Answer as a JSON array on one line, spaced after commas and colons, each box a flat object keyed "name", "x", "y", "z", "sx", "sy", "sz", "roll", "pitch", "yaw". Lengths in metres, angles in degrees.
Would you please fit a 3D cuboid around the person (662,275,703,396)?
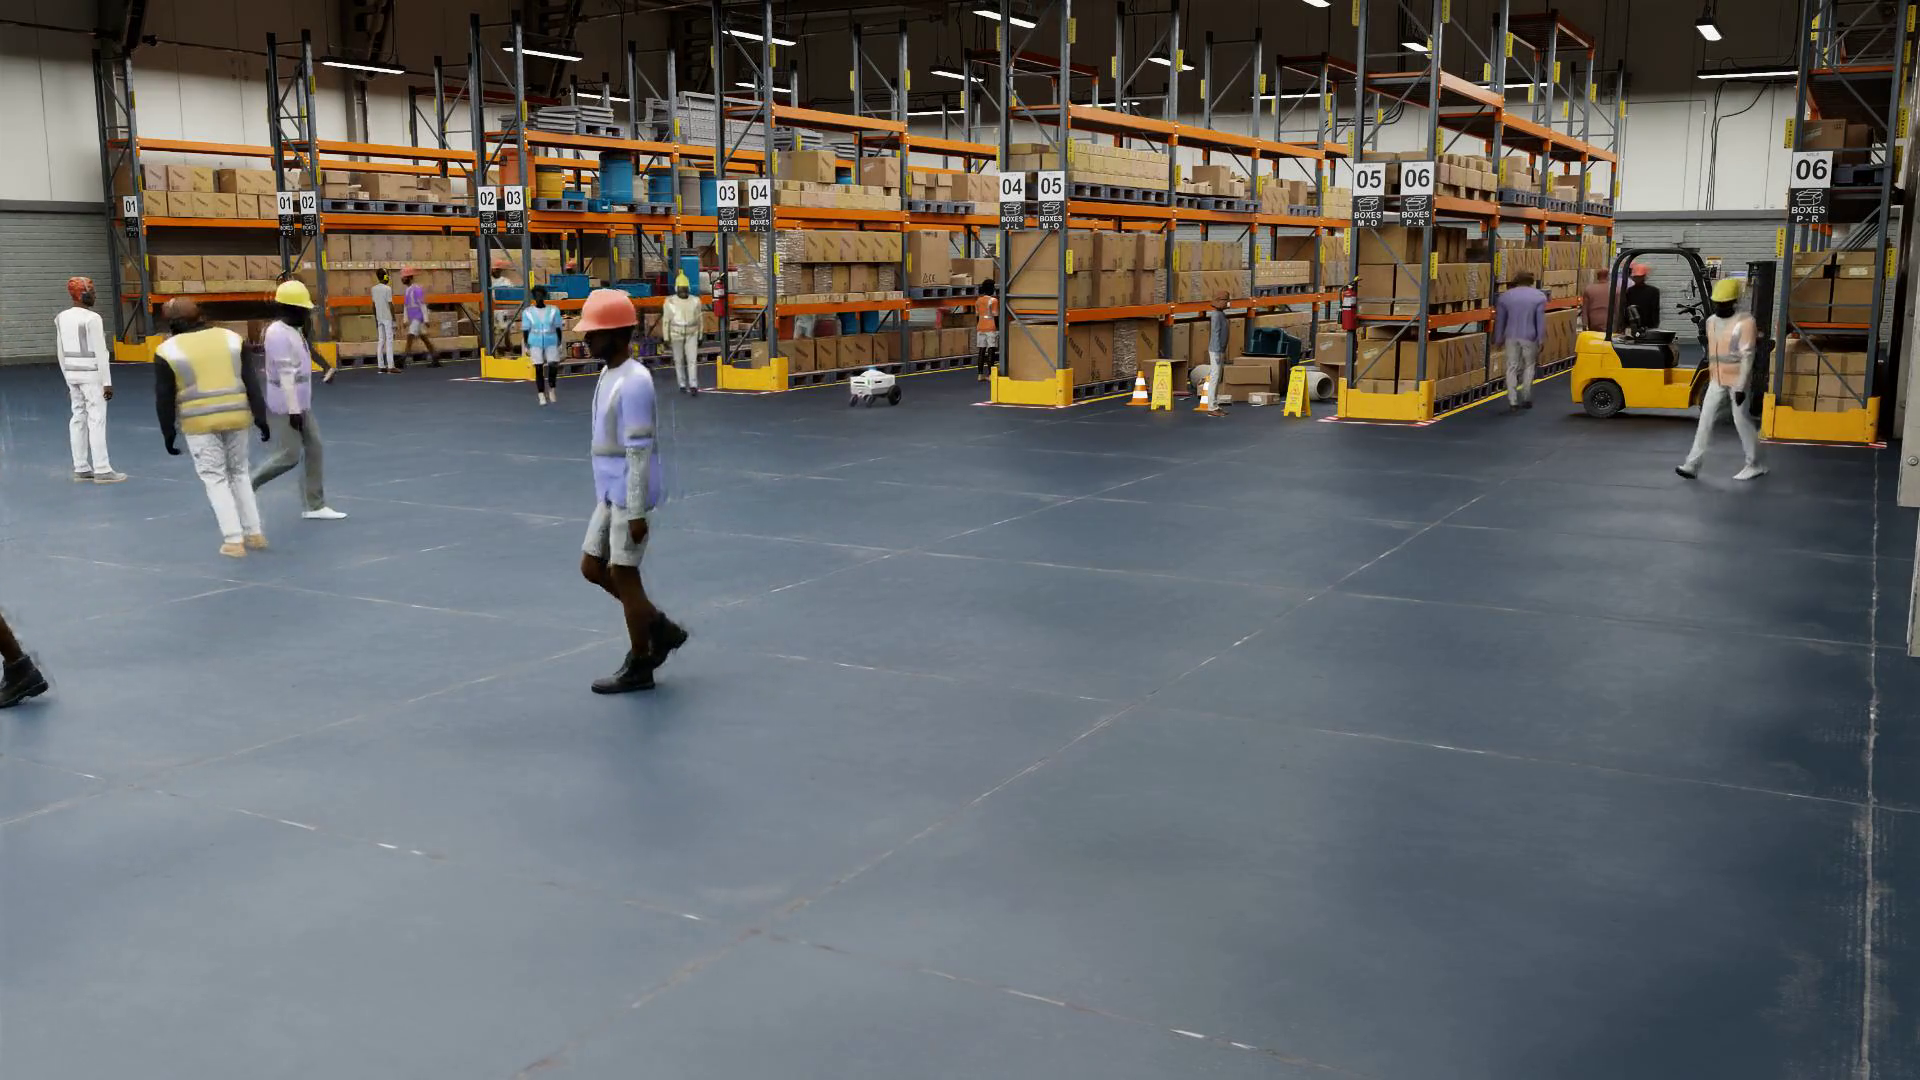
[{"name": "person", "x": -4.107, "y": -3.026, "z": 24.704, "sx": 0.613, "sy": 1.780, "sz": 0.929, "roll": -3, "pitch": 10, "yaw": -15}]

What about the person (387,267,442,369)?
[{"name": "person", "x": -10.077, "y": -4.090, "z": 30.676, "sx": 1.047, "sy": 1.867, "sz": 0.557, "roll": -8, "pitch": 13, "yaw": -39}]

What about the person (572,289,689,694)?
[{"name": "person", "x": -1.585, "y": -0.218, "z": 7.861, "sx": 0.454, "sy": 1.922, "sz": 0.562, "roll": -4, "pitch": 11, "yaw": -24}]

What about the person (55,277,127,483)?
[{"name": "person", "x": -7.978, "y": -1.456, "z": 15.227, "sx": 0.588, "sy": 1.882, "sz": 0.357, "roll": 5, "pitch": 11, "yaw": 25}]

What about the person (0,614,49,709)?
[{"name": "person", "x": -4.618, "y": -0.138, "z": 7.437, "sx": 0.863, "sy": 1.904, "sz": 0.546, "roll": -9, "pitch": 13, "yaw": -44}]

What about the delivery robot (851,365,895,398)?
[{"name": "delivery robot", "x": -1.207, "y": -2.176, "z": 23.049, "sx": 0.477, "sy": 0.478, "sz": 0.707, "roll": 6, "pitch": 11, "yaw": 30}]

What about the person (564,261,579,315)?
[{"name": "person", "x": -9.335, "y": -5.677, "z": 39.763, "sx": 0.640, "sy": 1.942, "sz": 1.011, "roll": 7, "pitch": 12, "yaw": 37}]

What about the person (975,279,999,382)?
[{"name": "person", "x": 0.468, "y": -3.448, "z": 27.431, "sx": 0.318, "sy": 1.697, "sz": 0.533, "roll": -8, "pitch": 13, "yaw": -40}]

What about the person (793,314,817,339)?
[{"name": "person", "x": -2.793, "y": -3.842, "z": 29.630, "sx": 0.513, "sy": 1.719, "sz": 0.619, "roll": 5, "pitch": 11, "yaw": 27}]

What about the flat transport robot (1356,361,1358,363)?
[{"name": "flat transport robot", "x": 7.212, "y": -2.998, "z": 28.968, "sx": 1.431, "sy": 0.197, "sz": 0.652, "roll": 1, "pitch": 10, "yaw": 4}]

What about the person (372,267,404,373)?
[{"name": "person", "x": -10.175, "y": -3.886, "z": 29.482, "sx": 0.513, "sy": 1.876, "sz": 0.328, "roll": 5, "pitch": 11, "yaw": 29}]

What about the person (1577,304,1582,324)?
[{"name": "person", "x": 13.769, "y": -5.151, "z": 36.924, "sx": 0.309, "sy": 1.861, "sz": 0.535, "roll": 4, "pitch": 10, "yaw": 20}]

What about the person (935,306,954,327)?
[{"name": "person", "x": -0.372, "y": -5.344, "z": 38.420, "sx": 0.525, "sy": 1.733, "sz": 0.864, "roll": 4, "pitch": 11, "yaw": 24}]

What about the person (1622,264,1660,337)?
[{"name": "person", "x": 10.794, "y": -3.399, "z": 26.399, "sx": 0.609, "sy": 1.955, "sz": 0.994, "roll": 7, "pitch": 12, "yaw": 34}]

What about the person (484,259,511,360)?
[{"name": "person", "x": -9.068, "y": -4.451, "z": 32.376, "sx": 0.638, "sy": 2.012, "sz": 0.811, "roll": 5, "pitch": 11, "yaw": 28}]

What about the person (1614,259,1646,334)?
[{"name": "person", "x": 12.635, "y": -4.301, "z": 31.492, "sx": 0.615, "sy": 2.019, "sz": 0.781, "roll": 5, "pitch": 11, "yaw": 25}]

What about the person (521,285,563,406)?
[{"name": "person", "x": -5.788, "y": -2.694, "z": 23.050, "sx": 0.553, "sy": 1.674, "sz": 0.419, "roll": -3, "pitch": 10, "yaw": -15}]

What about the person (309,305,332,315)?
[{"name": "person", "x": -12.376, "y": -4.318, "z": 32.178, "sx": 0.604, "sy": 1.818, "sz": 0.512, "roll": 5, "pitch": 11, "yaw": 28}]

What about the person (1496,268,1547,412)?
[{"name": "person", "x": 7.555, "y": -2.690, "z": 22.371, "sx": 0.652, "sy": 1.904, "sz": 0.914, "roll": 5, "pitch": 11, "yaw": 26}]

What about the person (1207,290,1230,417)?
[{"name": "person", "x": 3.366, "y": -2.418, "z": 21.582, "sx": 0.280, "sy": 1.634, "sz": 0.499, "roll": 3, "pitch": 10, "yaw": 17}]

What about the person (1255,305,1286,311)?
[{"name": "person", "x": 6.842, "y": -5.095, "z": 36.777, "sx": 0.643, "sy": 1.798, "sz": 0.948, "roll": 5, "pitch": 11, "yaw": 27}]

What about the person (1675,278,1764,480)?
[{"name": "person", "x": 7.052, "y": -1.461, "z": 15.302, "sx": 1.008, "sy": 1.869, "sz": 0.620, "roll": -4, "pitch": 10, "yaw": -21}]

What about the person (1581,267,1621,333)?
[{"name": "person", "x": 11.216, "y": -3.835, "z": 29.118, "sx": 0.659, "sy": 1.893, "sz": 0.620, "roll": 5, "pitch": 11, "yaw": 28}]

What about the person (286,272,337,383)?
[{"name": "person", "x": -10.616, "y": -3.423, "z": 26.947, "sx": 0.859, "sy": 1.824, "sz": 0.520, "roll": -1, "pitch": 10, "yaw": -7}]

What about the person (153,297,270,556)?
[{"name": "person", "x": -5.188, "y": -0.776, "z": 11.507, "sx": 0.698, "sy": 1.794, "sz": 0.520, "roll": -9, "pitch": 13, "yaw": -43}]

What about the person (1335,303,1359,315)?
[{"name": "person", "x": 8.809, "y": -5.241, "z": 37.648, "sx": 0.949, "sy": 1.788, "sz": 0.570, "roll": 6, "pitch": 11, "yaw": 30}]

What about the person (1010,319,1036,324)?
[{"name": "person", "x": 1.152, "y": -4.178, "z": 31.047, "sx": 0.662, "sy": 1.917, "sz": 0.701, "roll": 6, "pitch": 11, "yaw": 31}]

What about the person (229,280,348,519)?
[{"name": "person", "x": -5.267, "y": -1.066, "z": 12.920, "sx": 0.757, "sy": 1.894, "sz": 0.584, "roll": -1, "pitch": 10, "yaw": -5}]
